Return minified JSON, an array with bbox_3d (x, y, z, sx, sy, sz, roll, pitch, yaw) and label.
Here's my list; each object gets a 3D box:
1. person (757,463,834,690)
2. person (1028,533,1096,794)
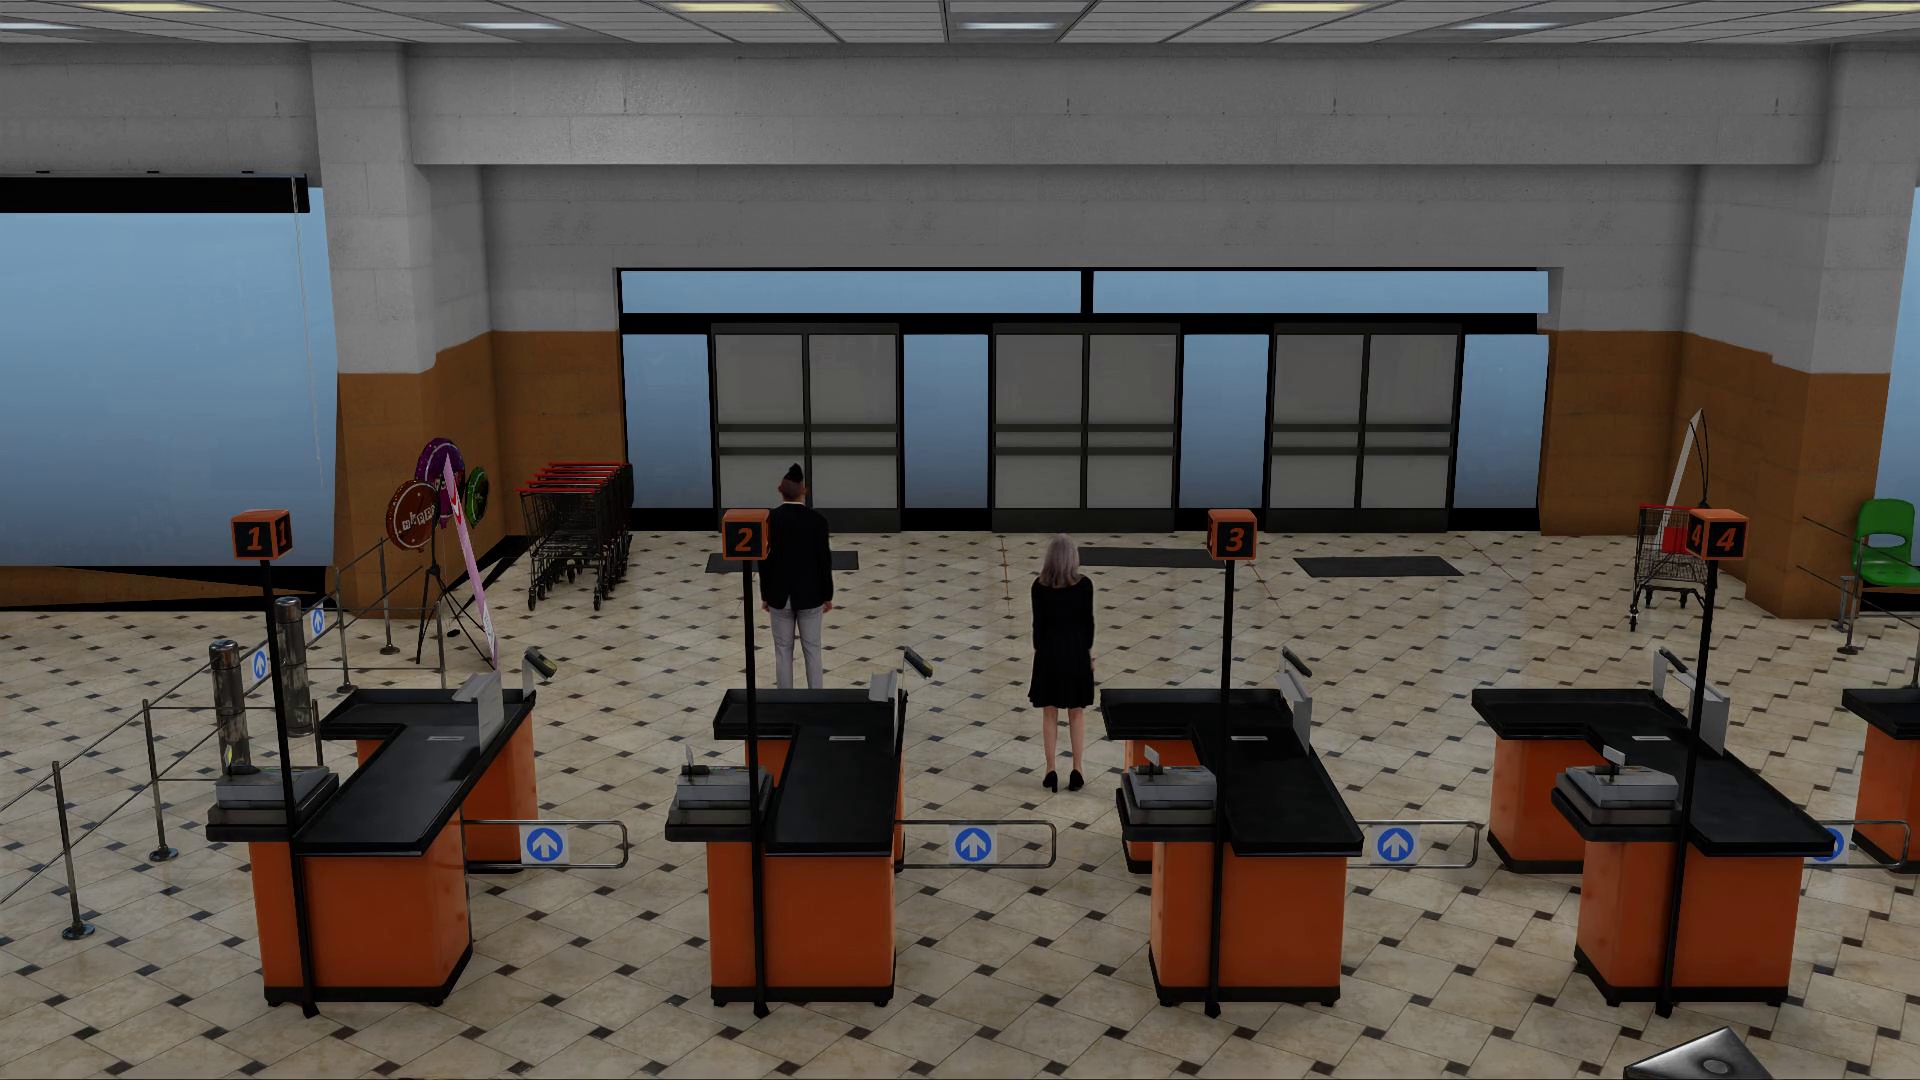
[{"bbox_3d":[-1.209,0.380,12.243,0.693,1.948,0.569,0,14,1],"label":"person"},{"bbox_3d":[0.673,0.800,10.936,0.585,1.747,0.548,0,14,1],"label":"person"}]
